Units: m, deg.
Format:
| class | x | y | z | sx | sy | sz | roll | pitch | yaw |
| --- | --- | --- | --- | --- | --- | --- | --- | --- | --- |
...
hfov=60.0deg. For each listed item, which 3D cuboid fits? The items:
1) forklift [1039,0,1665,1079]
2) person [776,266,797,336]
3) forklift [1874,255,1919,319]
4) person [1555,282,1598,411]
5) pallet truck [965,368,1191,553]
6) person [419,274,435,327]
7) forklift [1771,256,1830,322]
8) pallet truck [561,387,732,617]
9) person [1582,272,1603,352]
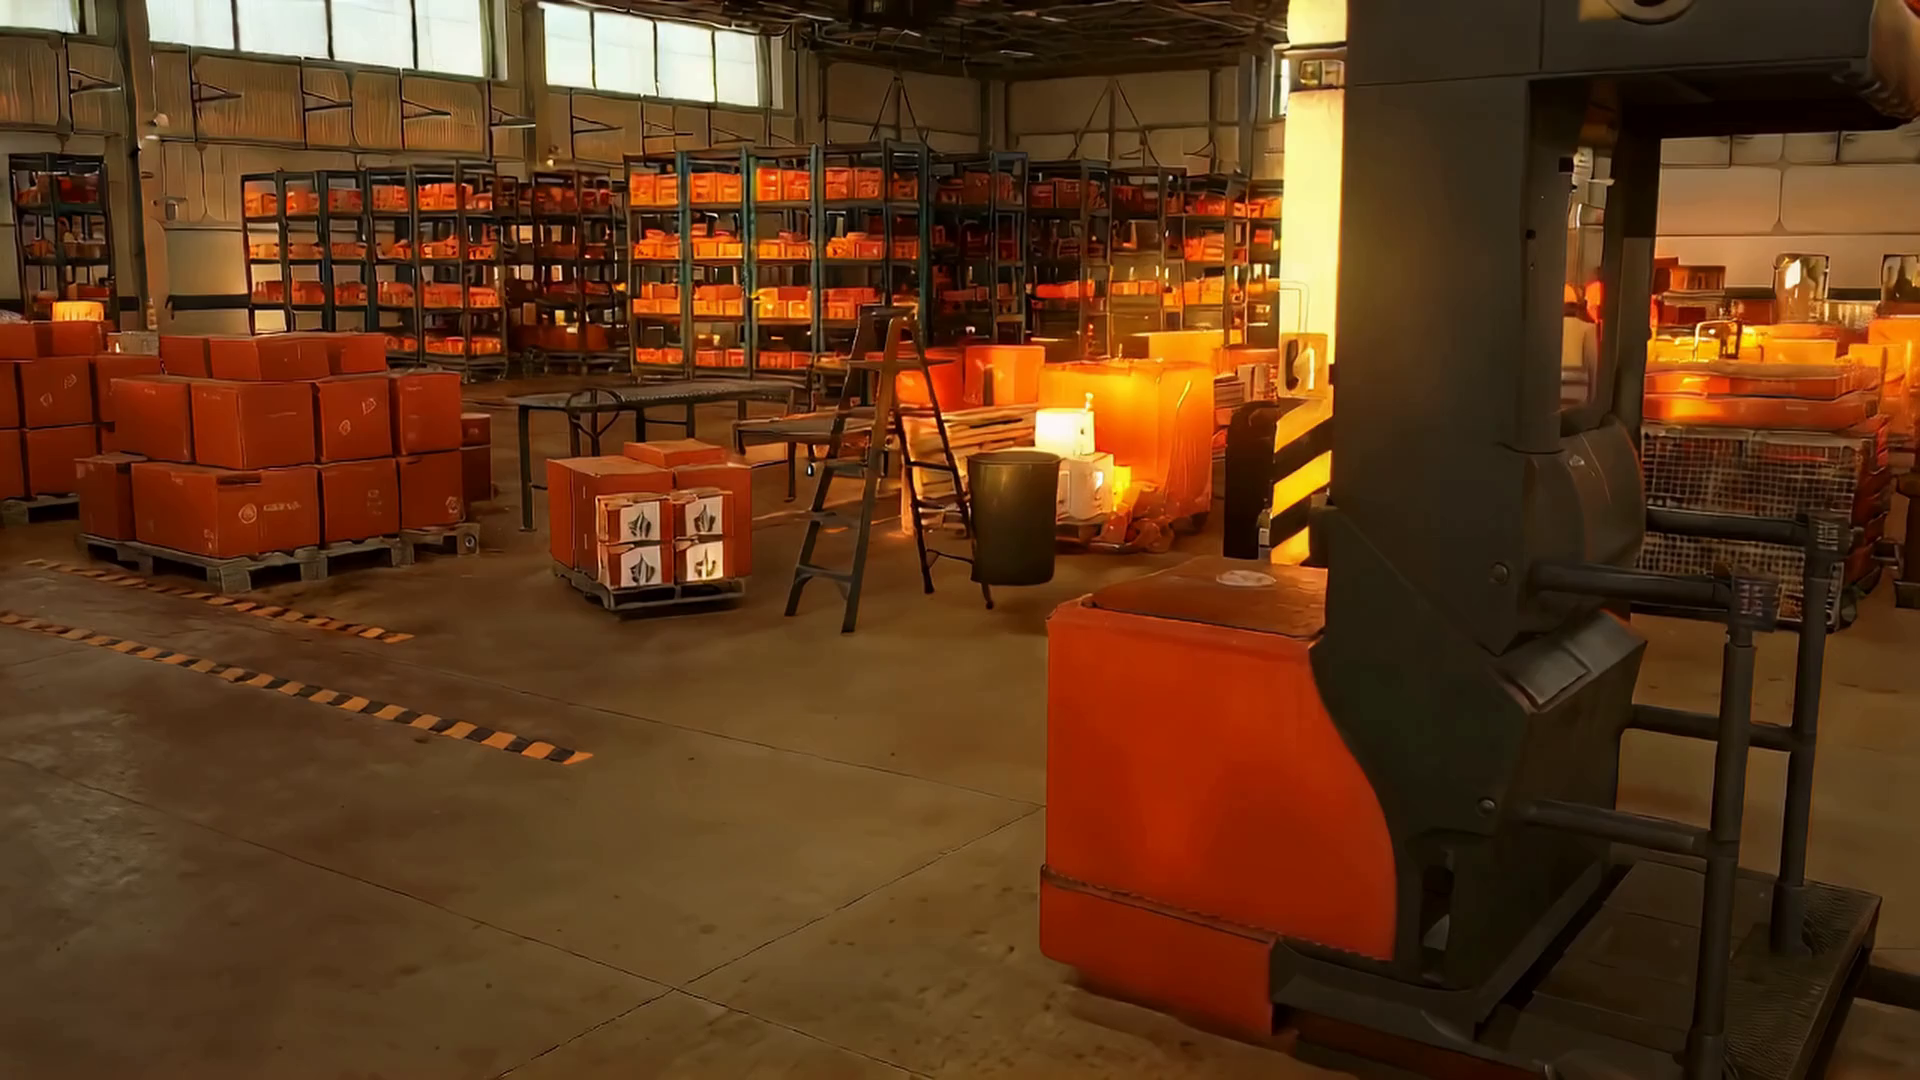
| class | x | y | z | sx | sy | sz | roll | pitch | yaw |
| --- | --- | --- | --- | --- | --- | --- | --- | --- | --- |
| forklift | 1.249 | -0.137 | 4.360 | 1.873 | 2.768 | 1.129 | 7 | 12 | 35 |
| person | -3.301 | -4.322 | 31.857 | 0.624 | 2.019 | 0.777 | 7 | 12 | 36 |
| forklift | 22.089 | -5.634 | 38.796 | 1.157 | 1.987 | 2.680 | 6 | 11 | 33 |
| person | 5.677 | -1.511 | 15.686 | 0.618 | 1.819 | 0.413 | 2 | 10 | 12 |
| pallet truck | 0.845 | -0.609 | 11.869 | 1.630 | 1.274 | 0.653 | 7 | 12 | 35 |
| person | -11.571 | -4.893 | 36.079 | 0.358 | 1.743 | 0.562 | 4 | 10 | 24 |
| forklift | 20.253 | -5.854 | 40.139 | 1.157 | 1.987 | 2.680 | 7 | 12 | 35 |
| pallet truck | -1.981 | -0.274 | 10.088 | 0.680 | 1.201 | 1.601 | -5 | 11 | -28 |
| person | 13.882 | -4.949 | 36.262 | 0.989 | 1.792 | 0.586 | -9 | 13 | -44 |
